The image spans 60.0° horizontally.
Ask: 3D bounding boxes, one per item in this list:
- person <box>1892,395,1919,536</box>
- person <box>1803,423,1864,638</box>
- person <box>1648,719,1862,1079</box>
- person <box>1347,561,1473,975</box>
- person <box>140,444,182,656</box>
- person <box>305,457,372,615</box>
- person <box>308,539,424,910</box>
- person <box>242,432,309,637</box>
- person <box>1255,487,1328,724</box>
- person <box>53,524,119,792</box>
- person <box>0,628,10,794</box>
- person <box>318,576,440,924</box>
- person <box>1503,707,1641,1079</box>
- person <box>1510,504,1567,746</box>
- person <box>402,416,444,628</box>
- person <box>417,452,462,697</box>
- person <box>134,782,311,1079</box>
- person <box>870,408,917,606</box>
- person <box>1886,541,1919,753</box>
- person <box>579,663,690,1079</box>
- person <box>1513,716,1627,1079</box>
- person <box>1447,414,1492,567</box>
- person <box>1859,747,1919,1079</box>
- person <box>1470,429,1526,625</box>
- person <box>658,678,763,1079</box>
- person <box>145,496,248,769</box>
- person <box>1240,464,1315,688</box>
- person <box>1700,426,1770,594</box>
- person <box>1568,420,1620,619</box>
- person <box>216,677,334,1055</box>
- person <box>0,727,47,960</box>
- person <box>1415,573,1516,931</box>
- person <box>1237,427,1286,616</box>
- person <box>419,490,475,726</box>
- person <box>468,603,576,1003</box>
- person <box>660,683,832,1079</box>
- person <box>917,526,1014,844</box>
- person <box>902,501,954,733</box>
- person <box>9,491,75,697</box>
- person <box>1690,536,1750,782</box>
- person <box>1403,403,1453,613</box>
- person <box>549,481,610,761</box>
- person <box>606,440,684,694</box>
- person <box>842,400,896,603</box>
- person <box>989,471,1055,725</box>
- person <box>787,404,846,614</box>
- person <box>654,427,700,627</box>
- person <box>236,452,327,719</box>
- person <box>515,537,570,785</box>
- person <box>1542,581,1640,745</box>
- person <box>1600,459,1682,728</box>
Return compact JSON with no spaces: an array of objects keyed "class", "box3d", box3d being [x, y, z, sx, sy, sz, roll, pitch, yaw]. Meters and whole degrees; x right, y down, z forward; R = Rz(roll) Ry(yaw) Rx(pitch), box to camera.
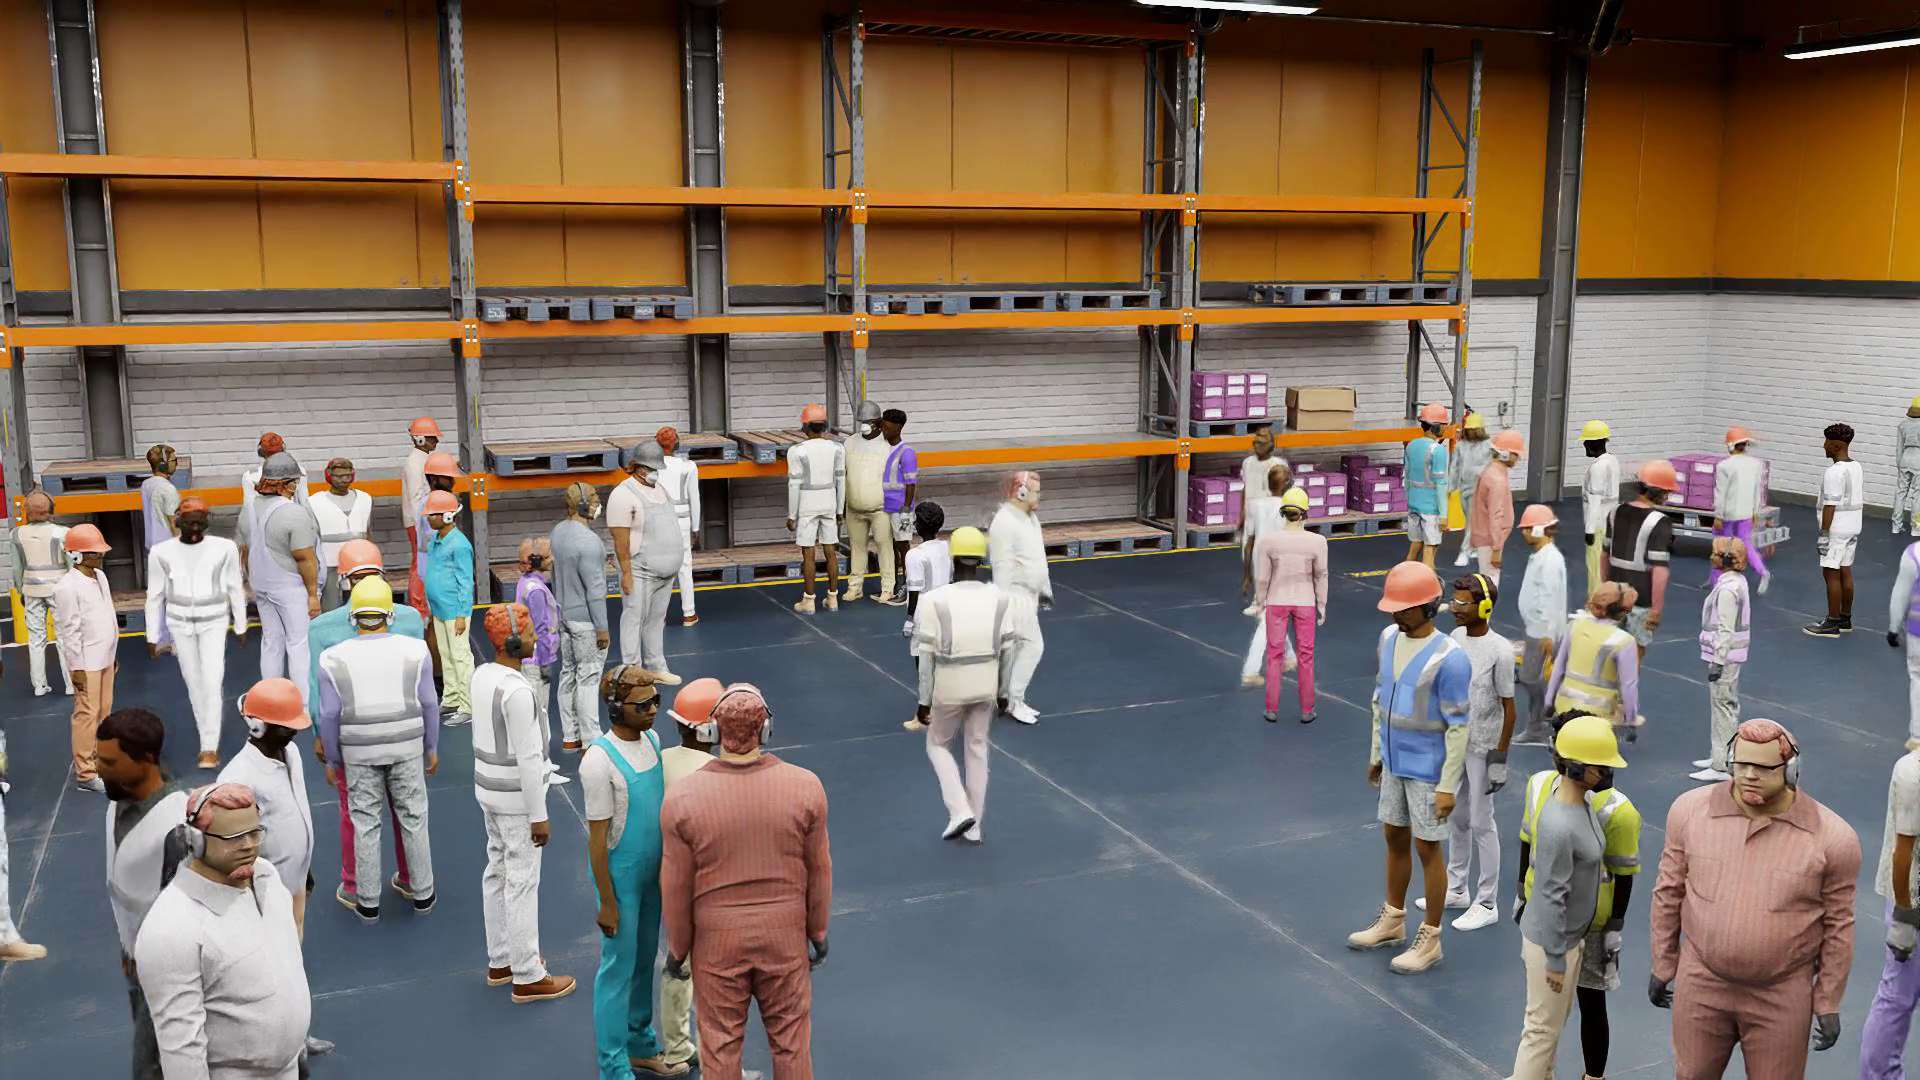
[{"class":"person","box3d":[11.831,-0.925,20.597,0.292,1.745,0.487,-5,11,-27]},{"class":"person","box3d":[8.009,-0.092,15.200,0.603,1.957,0.385,-9,13,-42]},{"class":"person","box3d":[2.751,1.554,5.844,0.652,1.906,0.409,7,12,34]},{"class":"person","box3d":[2.191,1.097,8.111,0.405,2.034,0.609,-4,11,-23]},{"class":"person","box3d":[-6.887,0.088,14.471,0.507,1.846,0.345,7,12,36]},{"class":"person","box3d":[-5.069,0.232,13.648,0.396,1.842,0.564,9,13,41]},{"class":"person","box3d":[-3.164,0.980,8.926,0.615,1.987,0.406,-6,11,-31]},{"class":"person","box3d":[-6.183,-0.038,15.088,0.576,1.882,0.355,-8,13,-38]},{"class":"person","box3d":[2.465,0.487,12.401,0.533,1.767,0.327,2,10,11]},{"class":"person","box3d":[-5.655,0.758,10.870,0.332,1.749,0.573,-1,10,-5]},{"class":"person","box3d":[-6.379,0.742,10.503,0.589,1.915,0.392,-4,11,-21]},{"class":"person","box3d":[-3.027,1.093,8.710,0.586,1.835,0.404,-4,11,-21]},{"class":"person","box3d":[2.461,1.507,6.721,0.315,1.696,0.540,-6,12,-31]},{"class":"person","box3d":[4.126,0.616,11.746,0.460,1.729,0.584,2,10,9]},{"class":"person","box3d":[-4.990,-0.164,15.537,0.408,1.987,0.608,-2,10,-9]},{"class":"person","box3d":[-4.101,0.270,13.166,0.376,1.934,0.547,-4,10,-20]},{"class":"person","box3d":[-2.219,1.673,5.168,0.410,1.907,0.643,1,10,4]},{"class":"person","box3d":[-0.653,-0.338,16.572,0.367,1.966,0.607,-6,12,-31]},{"class":"person","box3d":[6.760,0.622,11.450,0.644,1.824,0.489,2,10,11]},{"class":"person","box3d":[-1.349,1.408,6.864,0.341,1.845,0.511,3,10,17]},{"class":"person","box3d":[2.345,1.529,6.416,0.341,1.760,0.525,6,11,29]},{"class":"person","box3d":[5.805,-0.590,18.811,0.498,1.697,0.903,9,13,41]},{"class":"person","box3d":[3.820,1.446,6.593,0.514,1.865,0.327,-10,14,-44]},{"class":"person","box3d":[4.654,0.022,14.476,0.416,1.983,0.611,2,10,13]},{"class":"person","box3d":[-1.073,1.435,6.972,0.342,1.751,0.564,-9,13,-42]},{"class":"person","box3d":[-5.198,0.639,11.271,0.610,1.845,0.896,-2,10,-13]},{"class":"person","box3d":[2.577,0.284,13.506,0.986,1.797,0.508,-9,13,-42]},{"class":"person","box3d":[7.969,-0.295,17.014,0.571,1.731,0.701,-3,10,-18]},{"class":"person","box3d":[6.045,-0.183,15.827,0.401,1.918,0.589,6,12,33]},{"class":"person","box3d":[-2.879,1.428,7.040,0.348,1.739,0.572,0,10,2]},{"class":"person","box3d":[-4.888,1.221,8.055,0.592,1.821,0.641,-1,10,-8]},{"class":"person","box3d":[2.651,1.088,8.642,0.310,1.868,0.532,-4,10,-20]},{"class":"person","box3d":[2.985,-0.201,16.167,0.642,1.832,0.510,-8,13,-39]},{"class":"person","box3d":[-3.814,0.497,12.374,0.330,1.751,0.563,-9,13,-41]},{"class":"person","box3d":[-2.087,1.224,7.818,0.355,1.883,0.573,-8,13,-38]},{"class":"person","box3d":[-0.801,1.478,6.283,0.636,1.911,0.406,-2,10,-13]},{"class":"person","box3d":[0.025,0.863,9.817,0.599,1.907,0.417,-4,10,-20]},{"class":"person","box3d":[-0.223,0.561,12.170,0.318,1.697,0.535,7,12,36]},{"class":"person","box3d":[-7.167,0.433,13.085,0.513,1.638,0.307,0,10,-3]},{"class":"person","box3d":[5.068,0.789,11.040,0.311,1.638,0.528,6,11,30]},{"class":"person","box3d":[4.578,-0.315,16.225,0.377,2.041,0.615,-3,10,-18]},{"class":"person","box3d":[-2.604,0.557,11.499,0.371,1.941,0.627,-8,13,-38]},{"class":"person","box3d":[-2.455,0.201,13.253,0.535,2.000,0.673,4,11,23]},{"class":"person","box3d":[-0.908,-0.382,16.611,0.687,2.000,0.538,3,10,19]},{"class":"person","box3d":[0.510,0.424,12.399,0.525,1.883,0.657,3,10,19]},{"class":"person","box3d":[-1.405,-0.301,16.140,0.615,2.043,0.373,-6,12,-32]},{"class":"person","box3d":[-2.716,-0.120,15.561,0.574,1.883,0.360,-1,10,-5]},{"class":"person","box3d":[-4.984,0.349,12.403,0.688,2.000,0.539,5,11,28]},{"class":"person","box3d":[-2.792,0.793,10.997,0.314,1.642,0.515,-4,11,-22]},{"class":"person","box3d":[3.690,1.030,9.718,0.720,1.605,0.533,-4,11,-21]},{"class":"person","box3d":[4.871,0.404,12.185,0.702,2.008,0.664,-3,10,-18]}]
